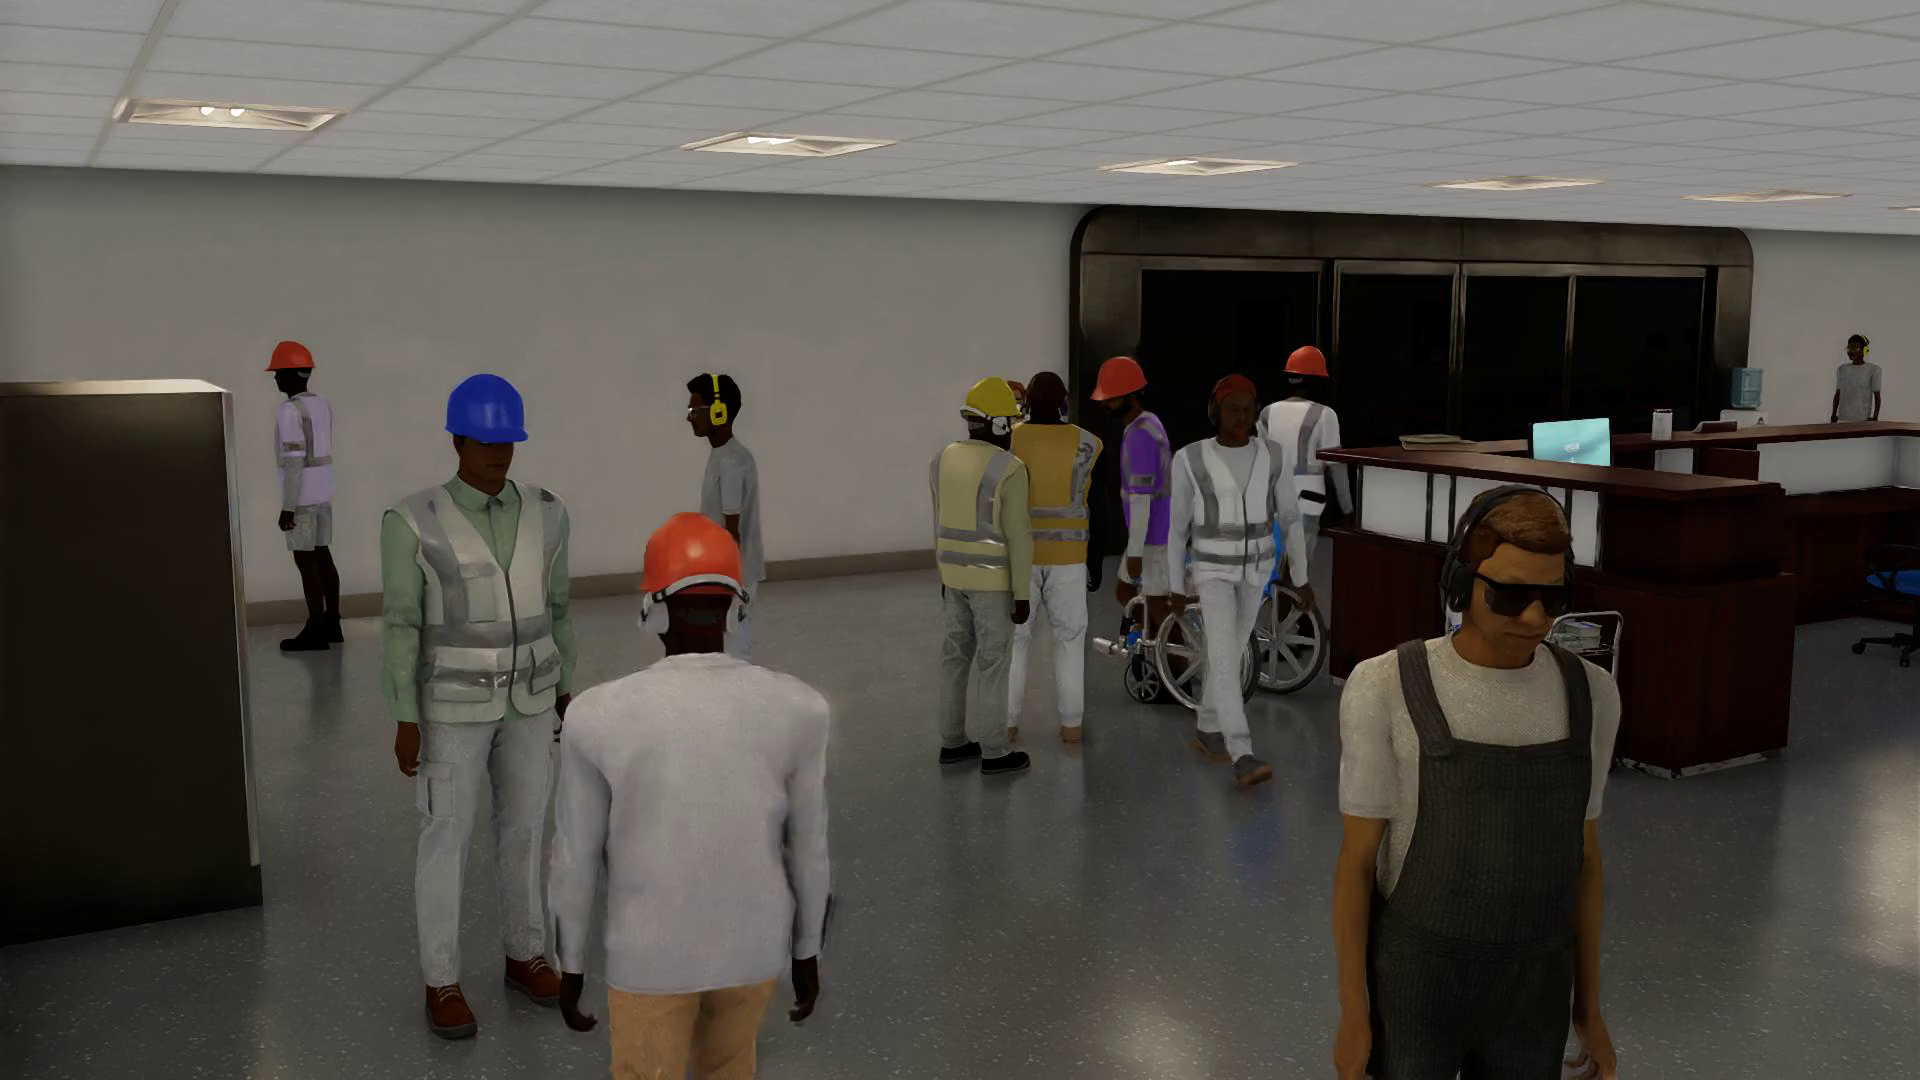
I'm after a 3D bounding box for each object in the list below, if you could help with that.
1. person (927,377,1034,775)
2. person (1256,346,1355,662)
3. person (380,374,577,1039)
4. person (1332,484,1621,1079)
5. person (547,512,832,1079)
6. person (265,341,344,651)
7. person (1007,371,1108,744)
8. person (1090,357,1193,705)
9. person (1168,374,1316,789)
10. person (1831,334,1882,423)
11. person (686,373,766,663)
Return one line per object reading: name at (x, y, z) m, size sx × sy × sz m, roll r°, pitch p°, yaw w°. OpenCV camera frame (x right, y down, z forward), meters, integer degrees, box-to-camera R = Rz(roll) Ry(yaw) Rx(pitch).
person at (0.116, 0.170, 7.645) m, size 0.403 × 1.828 × 0.596 m, roll -8°, pitch 11°, yaw -44°
person at (2.147, -0.224, 10.180) m, size 0.841 × 1.901 × 0.552 m, roll -6°, pitch 10°, yaw -36°
person at (-1.403, 0.479, 4.954) m, size 0.615 × 1.943 × 0.409 m, roll -7°, pitch 11°, yaw -43°
person at (0.897, 0.813, 2.910) m, size 0.506 × 1.840 × 0.345 m, roll -1°, pitch 8°, yaw -7°
person at (-0.513, 0.814, 3.334) m, size 0.570 × 1.727 × 0.720 m, roll -4°, pitch 9°, yaw -26°
person at (-4.128, -0.272, 10.416) m, size 0.374 × 1.935 × 0.552 m, roll 1°, pitch 8°, yaw 4°
person at (0.413, 0.091, 8.196) m, size 0.626 × 1.836 × 0.431 m, roll 0°, pitch 8°, yaw 1°
person at (0.982, -0.032, 8.880) m, size 0.610 × 1.882 × 0.584 m, roll 1°, pitch 8°, yaw 5°
person at (1.270, 0.175, 7.546) m, size 0.599 × 1.829 × 0.976 m, roll -2°, pitch 8°, yaw -15°
person at (9.637, -1.278, 17.943) m, size 0.314 × 1.869 × 0.536 m, roll -5°, pitch 9°, yaw -32°
person at (-1.017, 0.198, 7.324) m, size 0.336 × 1.861 × 0.496 m, roll -2°, pitch 8°, yaw -14°
